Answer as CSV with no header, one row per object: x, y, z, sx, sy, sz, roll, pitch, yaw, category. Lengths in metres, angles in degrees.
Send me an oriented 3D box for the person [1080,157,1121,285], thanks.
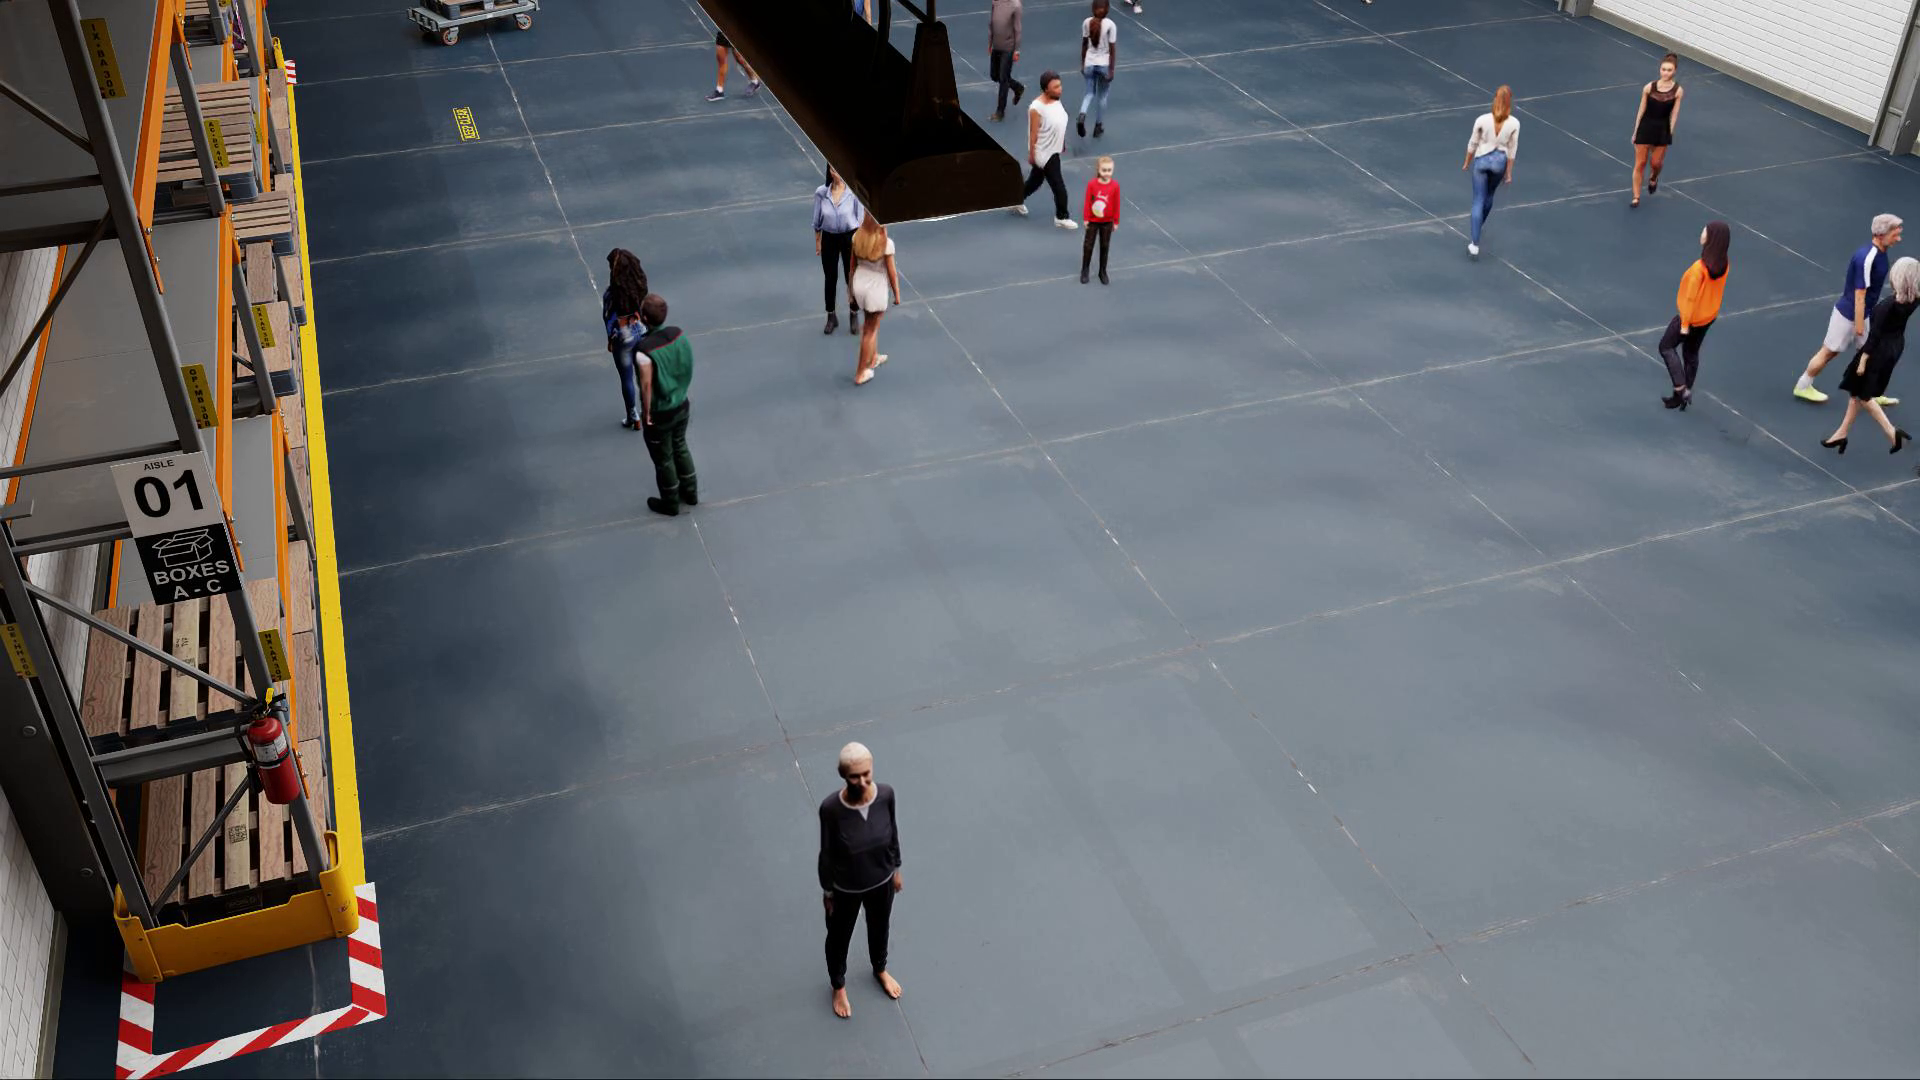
1.391,-3.186,16.507,0.578,1.281,0.591,1,34,1,person

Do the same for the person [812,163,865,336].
-1.108,-2.742,15.421,0.725,1.744,0.711,3,34,4,person

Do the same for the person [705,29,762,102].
-2.819,-6.443,20.984,0.897,1.749,1.030,-23,40,-30,person

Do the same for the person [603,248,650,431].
-2.776,-1.700,13.962,0.701,1.625,0.691,26,41,33,person

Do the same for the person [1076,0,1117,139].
1.607,-5.557,19.693,0.896,1.704,0.953,15,36,21,person

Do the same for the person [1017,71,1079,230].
0.871,-4.146,17.620,1.174,1.649,1.110,15,36,21,person

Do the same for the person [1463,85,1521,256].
5.401,-3.736,16.986,1.002,1.667,1.243,5,34,8,person

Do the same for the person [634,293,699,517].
-2.259,-1.034,12.765,0.771,1.840,0.739,21,39,29,person

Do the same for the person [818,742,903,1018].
-0.526,1.744,8.689,0.624,1.726,0.543,-15,36,-21,person

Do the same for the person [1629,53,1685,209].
7.551,-4.462,18.081,0.811,1.664,0.866,16,37,22,person

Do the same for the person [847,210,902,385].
-0.828,-2.119,14.559,0.839,1.662,0.883,18,38,25,person

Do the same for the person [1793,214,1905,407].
7.542,-1.962,14.199,1.154,1.797,0.993,22,39,29,person

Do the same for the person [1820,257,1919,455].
7.504,-1.418,13.453,0.741,1.717,0.979,-22,40,-30,person

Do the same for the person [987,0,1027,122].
0.596,-6.057,20.398,0.950,1.756,0.978,-2,34,-3,person

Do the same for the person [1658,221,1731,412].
6.307,-1.853,14.087,0.691,1.739,0.703,-22,39,-29,person
